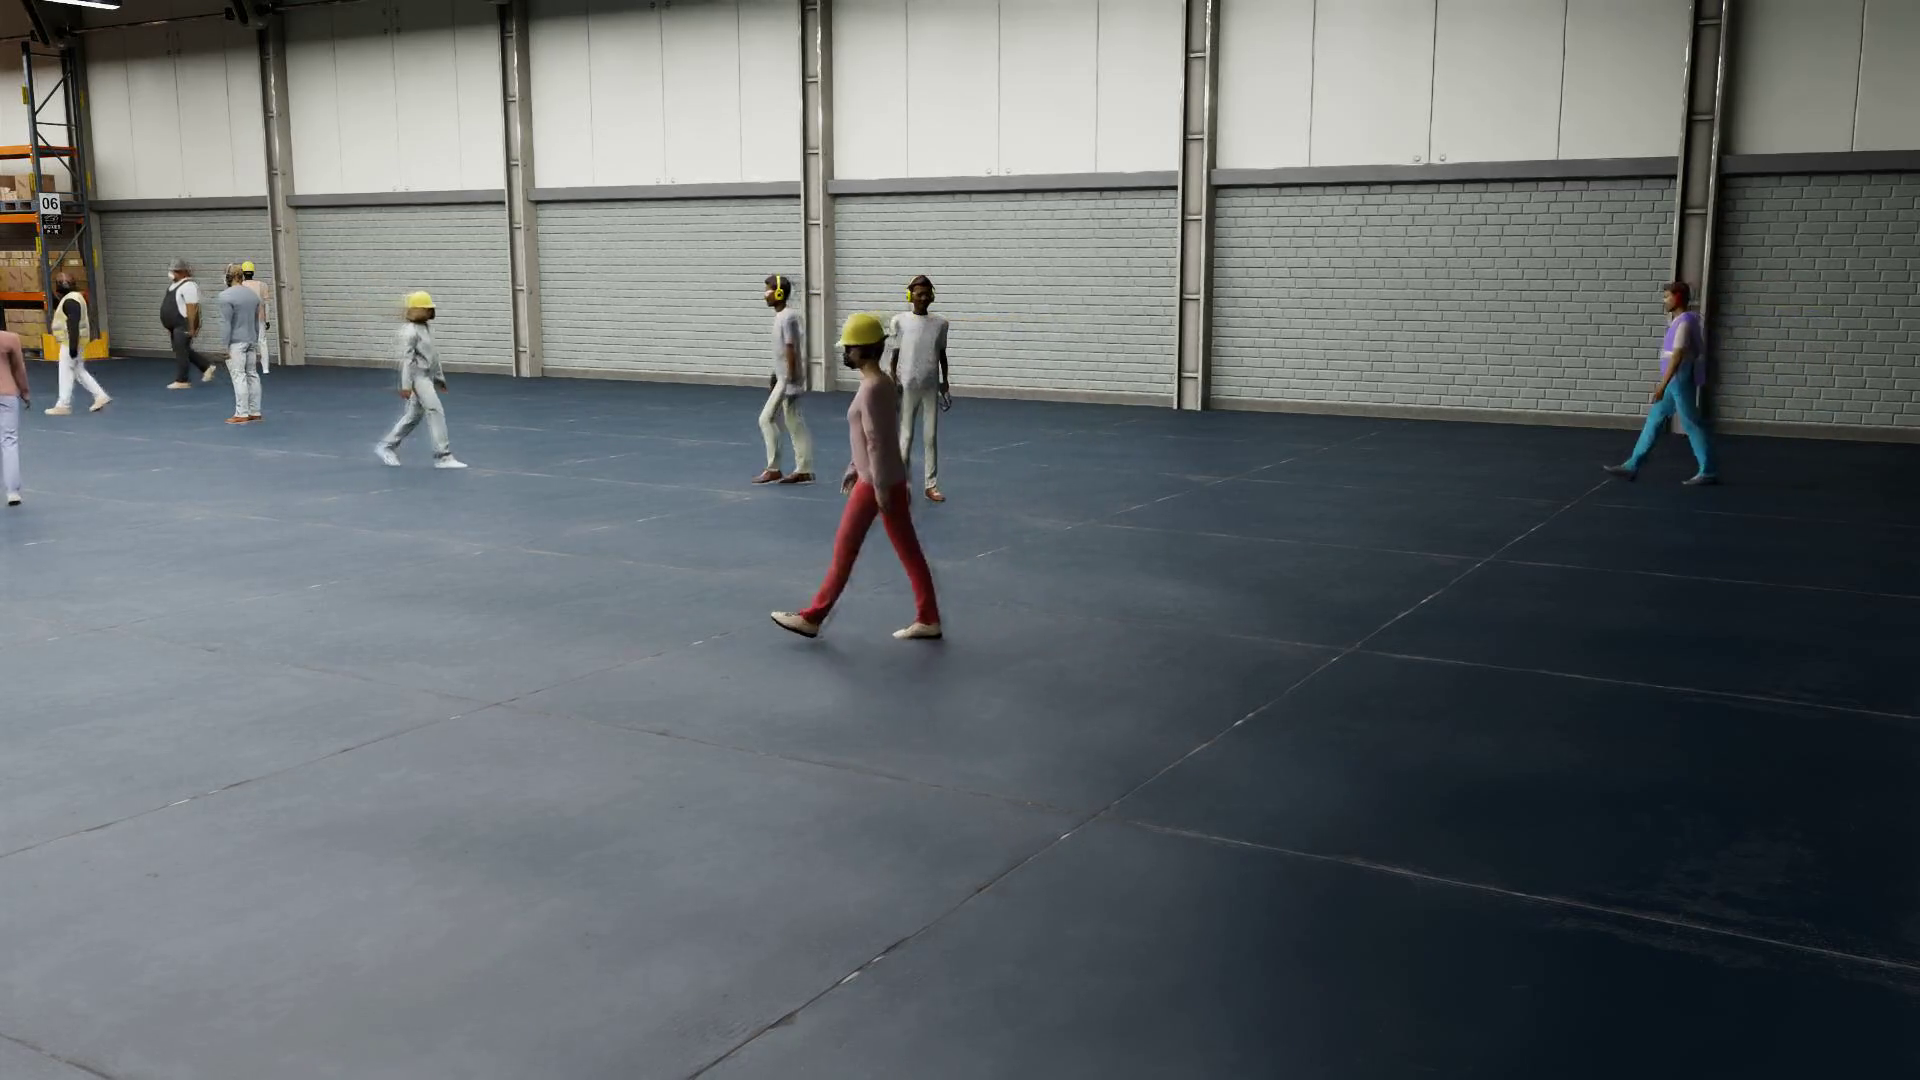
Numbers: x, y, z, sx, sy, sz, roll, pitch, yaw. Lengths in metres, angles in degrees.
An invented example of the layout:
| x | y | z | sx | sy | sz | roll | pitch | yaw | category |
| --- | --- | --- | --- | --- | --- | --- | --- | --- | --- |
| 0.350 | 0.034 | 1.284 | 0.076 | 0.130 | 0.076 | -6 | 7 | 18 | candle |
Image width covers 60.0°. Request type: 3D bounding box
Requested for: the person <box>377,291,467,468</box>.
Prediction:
| x | y | z | sx | sy | sz | roll | pitch | yaw | category |
| --- | --- | --- | --- | --- | --- | --- | --- | --- | --- |
| -5.204 | -1.531 | 15.903 | 0.884 | 1.700 | 0.484 | 1 | 10 | 3 | person |

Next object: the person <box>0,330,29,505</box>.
| x | y | z | sx | sy | sz | roll | pitch | yaw | category |
| --- | --- | --- | --- | --- | --- | --- | --- | --- | --- |
| -7.967 | -1.160 | 13.682 | 0.552 | 1.708 | 0.933 | -6 | 12 | -33 | person |

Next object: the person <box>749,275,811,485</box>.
| x | y | z | sx | sy | sz | roll | pitch | yaw | category |
| --- | --- | --- | --- | --- | --- | --- | --- | --- | --- |
| -1.640 | -1.400 | 14.687 | 0.696 | 1.845 | 0.572 | -1 | 10 | -6 | person |

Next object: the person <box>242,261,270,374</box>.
| x | y | z | sx | sy | sz | roll | pitch | yaw | category |
| --- | --- | --- | --- | --- | --- | --- | --- | --- | --- |
| -12.085 | -3.777 | 28.381 | 0.587 | 1.928 | 0.382 | -7 | 12 | -34 | person |

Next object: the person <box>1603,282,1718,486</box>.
| x | y | z | sx | sy | sz | roll | pitch | yaw | category |
| --- | --- | --- | --- | --- | --- | --- | --- | --- | --- |
| 6.281 | -1.373 | 14.689 | 0.962 | 1.791 | 0.591 | 3 | 10 | 15 | person |

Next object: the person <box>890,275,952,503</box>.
| x | y | z | sx | sy | sz | roll | pitch | yaw | category |
| --- | --- | --- | --- | --- | --- | --- | --- | --- | --- |
| -0.323 | -1.236 | 13.685 | 0.532 | 1.867 | 0.321 | -3 | 10 | -16 | person |

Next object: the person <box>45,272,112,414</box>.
| x | y | z | sx | sy | sz | roll | pitch | yaw | category |
| --- | --- | --- | --- | --- | --- | --- | --- | --- | --- |
| -11.415 | -2.533 | 21.421 | 0.753 | 1.823 | 0.638 | -4 | 11 | -24 | person |

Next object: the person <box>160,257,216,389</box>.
| x | y | z | sx | sy | sz | roll | pitch | yaw | category |
| --- | --- | --- | --- | --- | --- | --- | --- | --- | --- |
| -11.911 | -3.358 | 25.601 | 0.735 | 2.000 | 0.687 | -8 | 13 | -40 | person |

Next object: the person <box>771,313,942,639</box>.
| x | y | z | sx | sy | sz | roll | pitch | yaw | category |
| --- | --- | --- | --- | --- | --- | --- | --- | --- | --- |
| -0.520 | -0.311 | 8.697 | 0.915 | 1.722 | 0.534 | 2 | 10 | 10 | person |

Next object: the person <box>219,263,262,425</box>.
| x | y | z | sx | sy | sz | roll | pitch | yaw | category |
| --- | --- | --- | --- | --- | --- | --- | --- | --- | --- |
| -8.668 | -2.354 | 20.038 | 0.371 | 1.935 | 0.628 | 2 | 10 | 13 | person |
